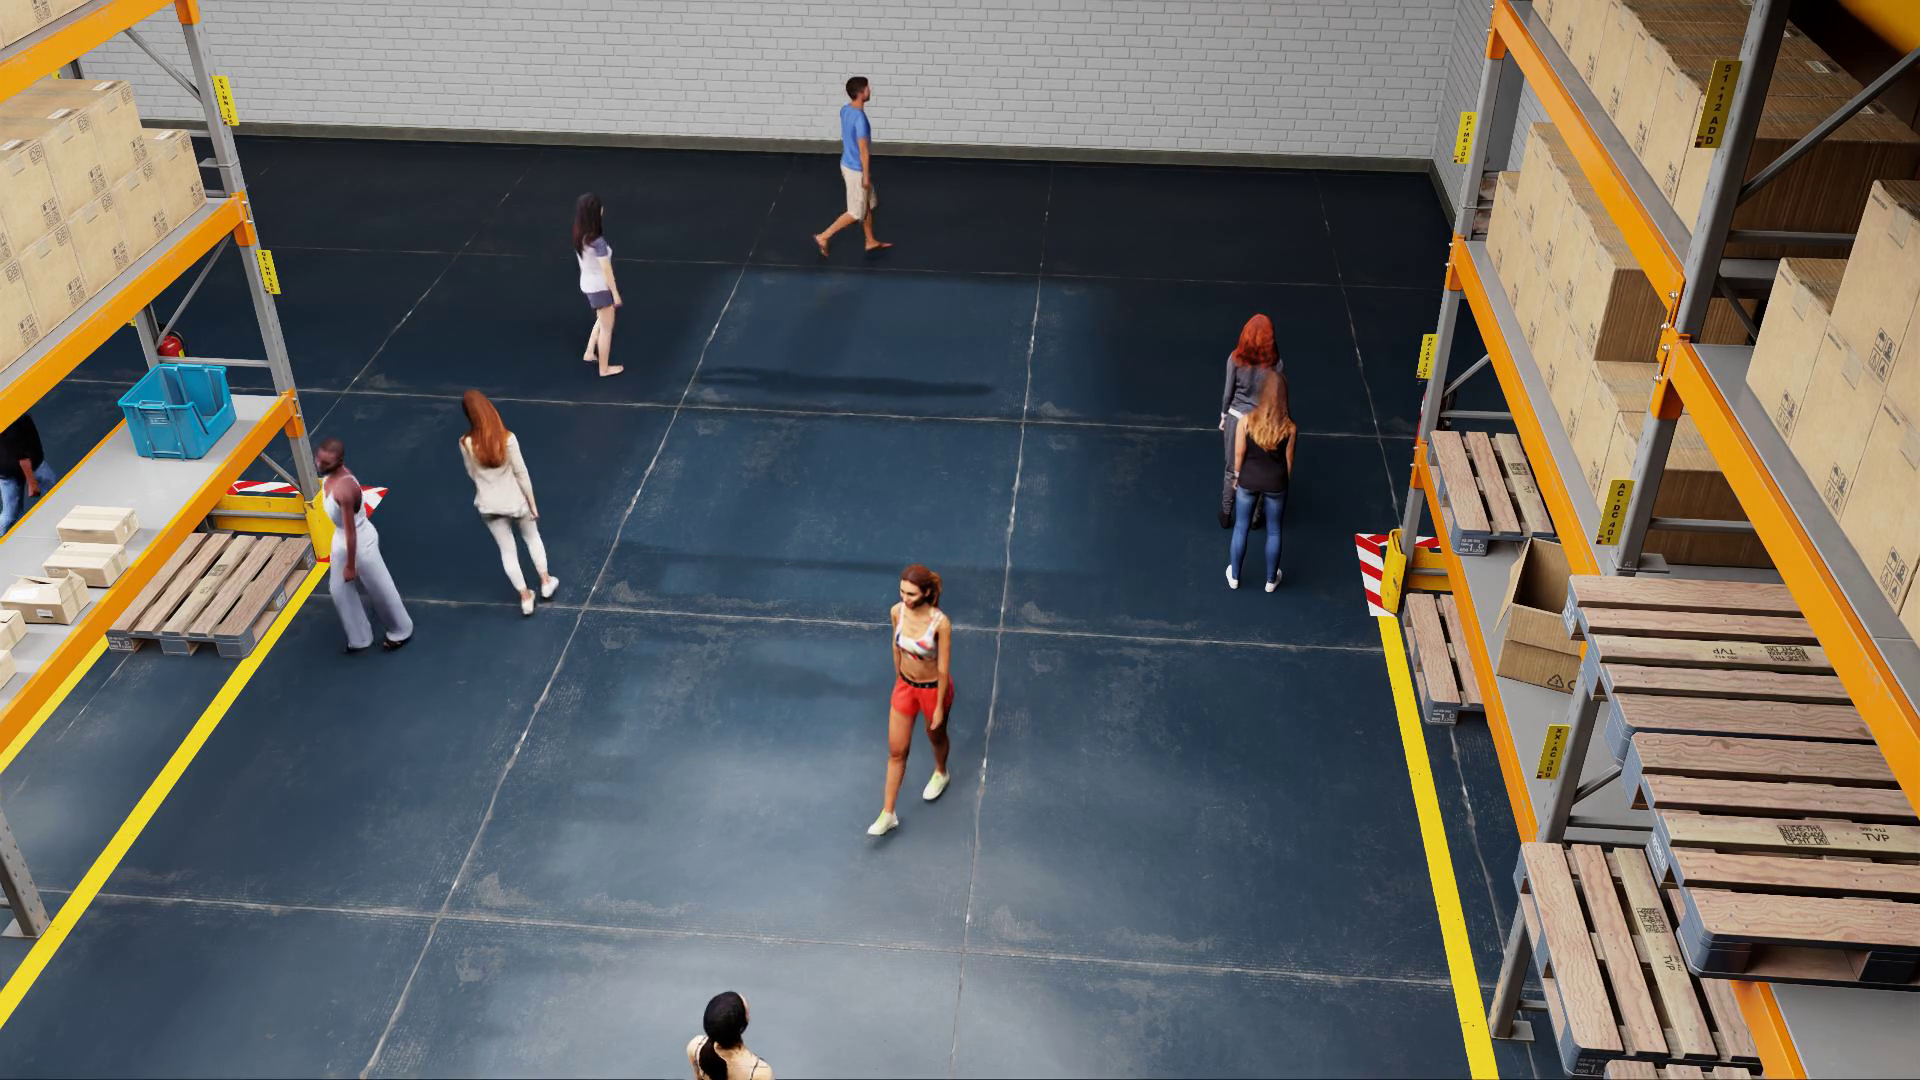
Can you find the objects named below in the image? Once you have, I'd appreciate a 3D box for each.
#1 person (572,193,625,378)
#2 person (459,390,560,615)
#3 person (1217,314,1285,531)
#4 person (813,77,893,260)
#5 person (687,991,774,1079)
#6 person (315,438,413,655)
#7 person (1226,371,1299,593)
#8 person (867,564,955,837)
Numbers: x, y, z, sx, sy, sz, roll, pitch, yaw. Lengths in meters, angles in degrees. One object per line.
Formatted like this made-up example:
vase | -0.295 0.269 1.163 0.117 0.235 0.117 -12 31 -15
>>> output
person | -3.220 -2.178 14.448 0.789 1.697 0.722 -22 39 -29
person | -3.178 -0.196 11.491 0.724 1.670 0.751 0 34 0
person | 2.158 -0.876 12.415 0.602 1.779 0.501 5 34 8
person | -1.115 -3.676 16.576 1.025 1.837 1.139 -12 36 -18
person | -1.006 2.648 7.171 0.622 1.716 0.666 11 35 15
person | -3.960 0.041 11.062 0.866 1.750 0.806 -18 37 -24
person | 2.136 -0.396 11.744 0.618 1.723 0.562 7 34 10
person | -0.166 0.855 9.830 0.811 1.759 1.086 15 36 21
